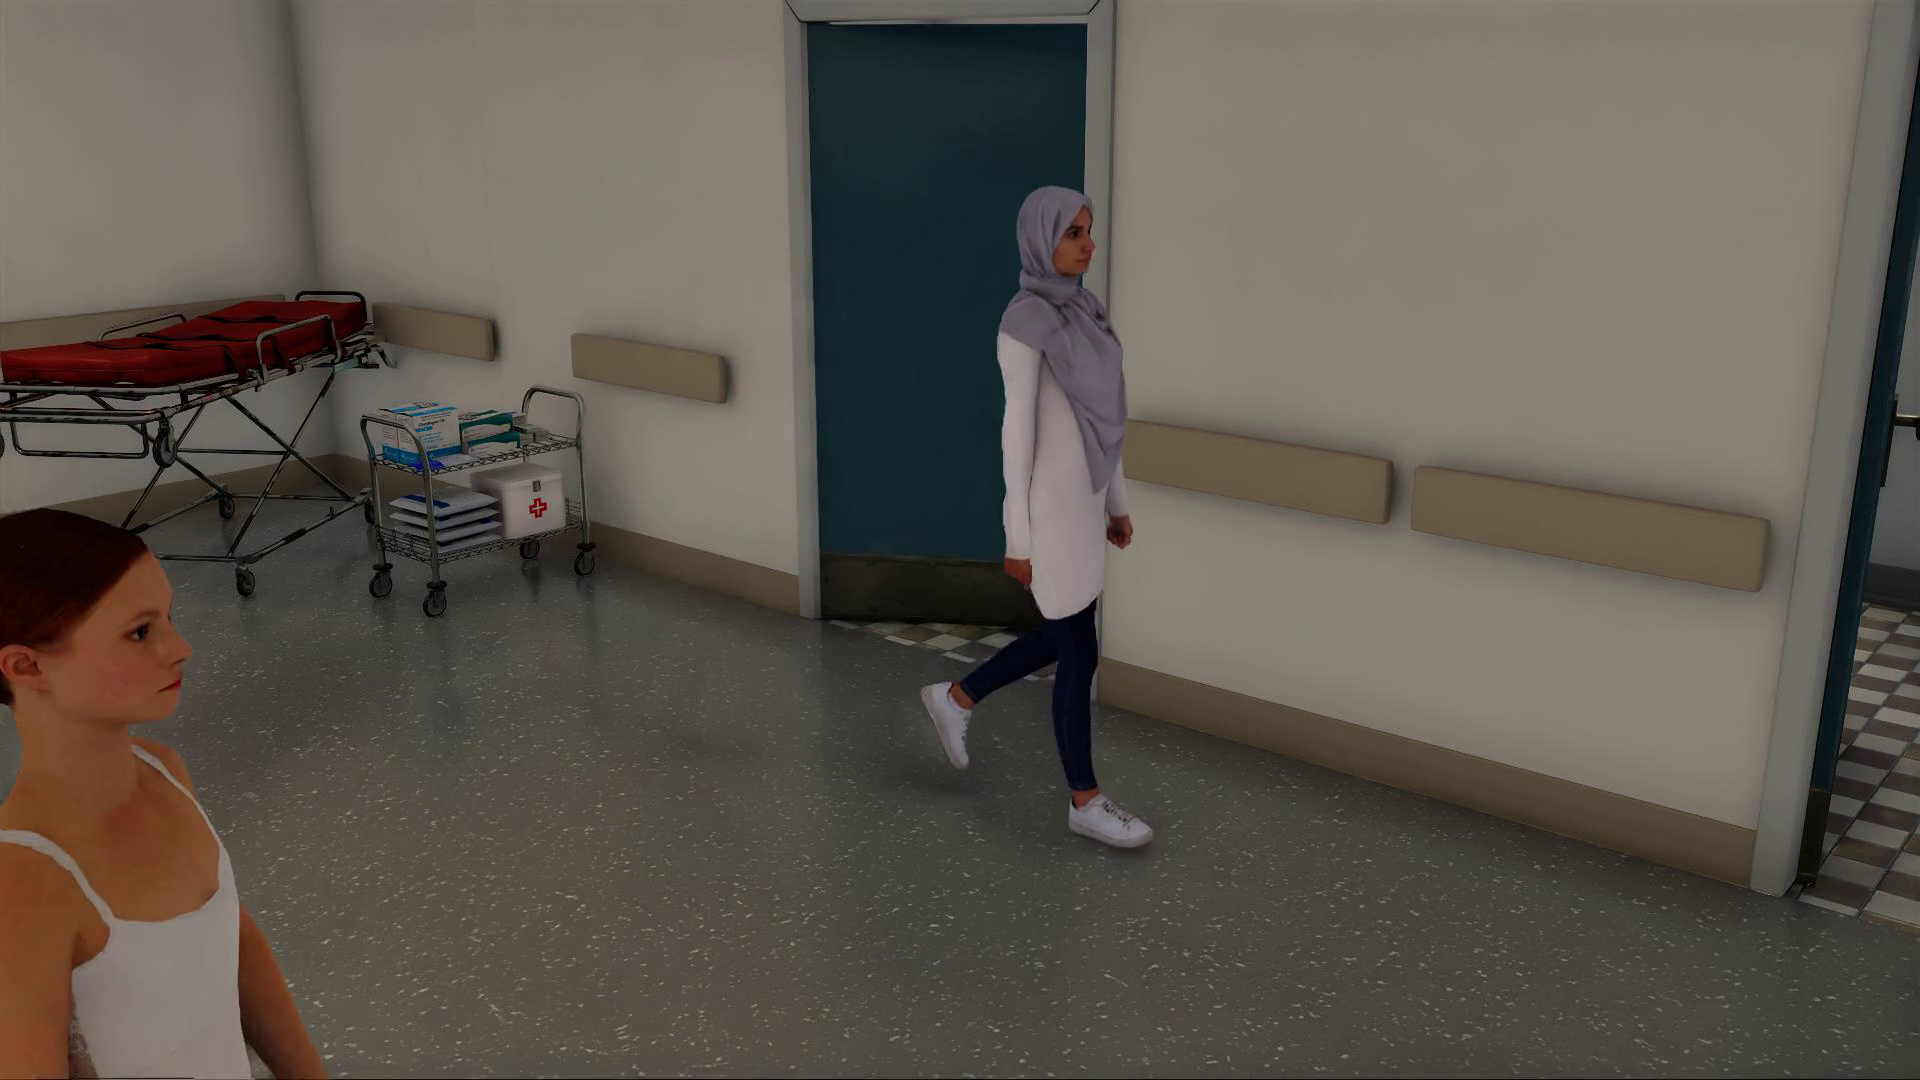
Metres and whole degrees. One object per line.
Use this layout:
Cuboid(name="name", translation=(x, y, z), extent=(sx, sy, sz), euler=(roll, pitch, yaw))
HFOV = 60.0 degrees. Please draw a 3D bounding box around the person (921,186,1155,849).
Cuboid(name="person", translation=(0.205, -0.055, 4.515), extent=(1.045, 1.757, 0.720), euler=(10, 19, 32))
